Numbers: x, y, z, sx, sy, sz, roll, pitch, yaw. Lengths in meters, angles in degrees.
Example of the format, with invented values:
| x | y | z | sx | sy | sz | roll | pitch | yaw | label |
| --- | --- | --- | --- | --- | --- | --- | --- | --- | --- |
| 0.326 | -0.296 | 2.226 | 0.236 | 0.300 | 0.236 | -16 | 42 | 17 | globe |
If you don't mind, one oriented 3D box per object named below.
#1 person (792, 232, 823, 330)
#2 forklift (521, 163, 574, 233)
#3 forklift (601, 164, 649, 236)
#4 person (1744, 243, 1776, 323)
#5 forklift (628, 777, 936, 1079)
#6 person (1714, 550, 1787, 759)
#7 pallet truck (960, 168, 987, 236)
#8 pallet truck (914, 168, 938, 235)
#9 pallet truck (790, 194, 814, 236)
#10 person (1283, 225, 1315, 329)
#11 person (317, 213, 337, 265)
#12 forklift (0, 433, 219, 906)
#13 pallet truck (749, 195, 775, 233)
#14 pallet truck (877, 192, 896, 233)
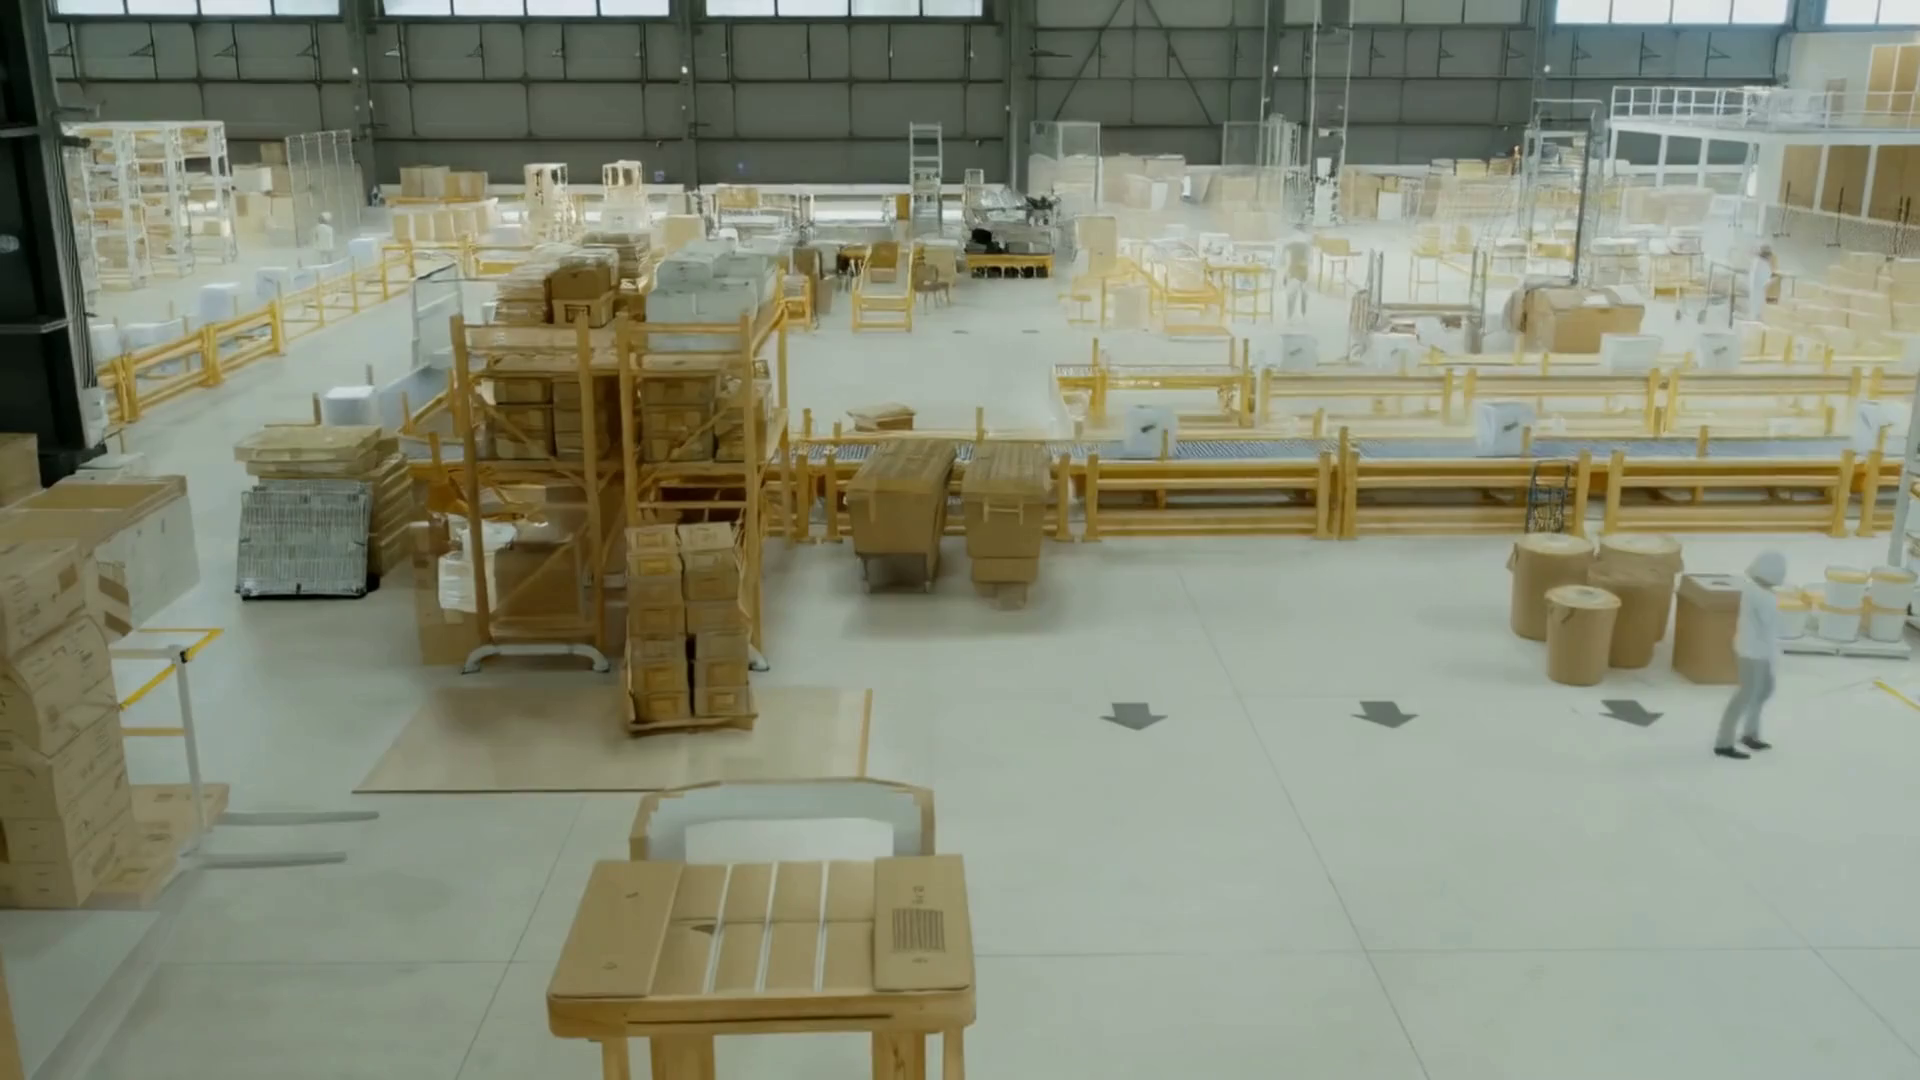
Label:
| x | y | z | sx | sy | sz | roll | pitch | yaw | label |
| --- | --- | --- | --- | --- | --- | --- | --- | --- | --- |
| -2.986 | -5.046 | 32.374 | 0.647 | 1.899 | 0.397 | 5 | 17 | 18 | person |
| -12.233 | -10.122 | 49.298 | 1.157 | 1.987 | 2.680 | 0 | 16 | -1 | forklift |
| -9.948 | -10.127 | 49.296 | 1.157 | 1.987 | 2.680 | -1 | 16 | -3 | forklift |
| 14.996 | -4.647 | 31.145 | 0.600 | 1.799 | 0.604 | 14 | 21 | 40 | person |
| -0.542 | 2.165 | 5.552 | 1.129 | 2.768 | 1.873 | -1 | 16 | -2 | forklift |
| 5.956 | 0.863 | 12.342 | 0.587 | 1.616 | 0.512 | 3 | 16 | 11 | person |
| 0.383 | -10.230 | 50.206 | 0.823 | 1.965 | 1.885 | -1 | 16 | -3 | pallet truck |
| -0.989 | -10.316 | 50.507 | 0.823 | 1.965 | 1.885 | 1 | 16 | 3 | pallet truck |
| -4.814 | -9.883 | 50.259 | 0.704 | 1.261 | 1.522 | -1 | 16 | -3 | pallet truck |
| 6.637 | -5.153 | 32.578 | 0.632 | 1.985 | 1.034 | 8 | 18 | 27 | person |
| -14.599 | -6.678 | 38.385 | 0.534 | 1.695 | 0.961 | 4 | 17 | 14 | person |
| -5.952 | 0.780 | 10.366 | 1.873 | 2.768 | 1.129 | 0 | 16 | -1 | forklift |
| -6.051 | -9.967 | 50.660 | 0.680 | 1.201 | 1.601 | 0 | 16 | -1 | pallet truck |
| -2.277 | -9.986 | 50.594 | 0.653 | 1.274 | 1.630 | 0 | 16 | -1 | pallet truck |
